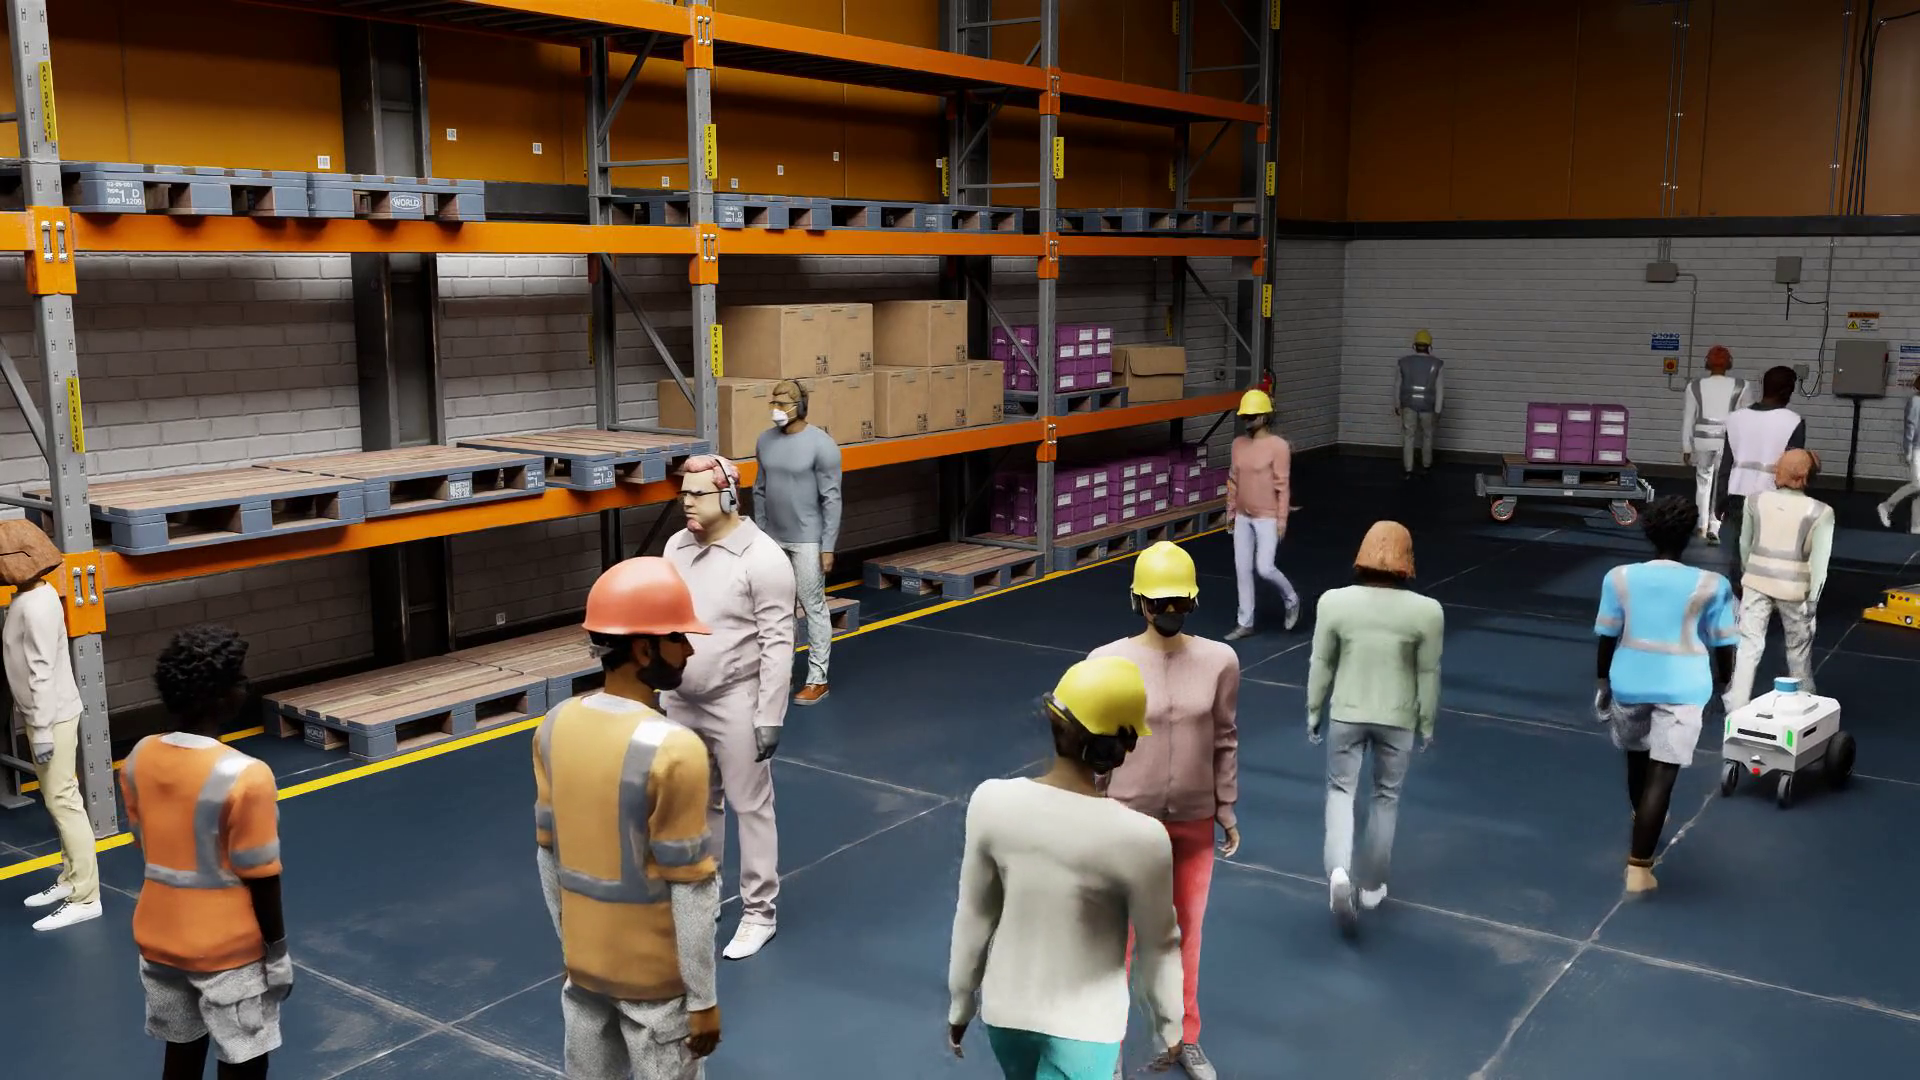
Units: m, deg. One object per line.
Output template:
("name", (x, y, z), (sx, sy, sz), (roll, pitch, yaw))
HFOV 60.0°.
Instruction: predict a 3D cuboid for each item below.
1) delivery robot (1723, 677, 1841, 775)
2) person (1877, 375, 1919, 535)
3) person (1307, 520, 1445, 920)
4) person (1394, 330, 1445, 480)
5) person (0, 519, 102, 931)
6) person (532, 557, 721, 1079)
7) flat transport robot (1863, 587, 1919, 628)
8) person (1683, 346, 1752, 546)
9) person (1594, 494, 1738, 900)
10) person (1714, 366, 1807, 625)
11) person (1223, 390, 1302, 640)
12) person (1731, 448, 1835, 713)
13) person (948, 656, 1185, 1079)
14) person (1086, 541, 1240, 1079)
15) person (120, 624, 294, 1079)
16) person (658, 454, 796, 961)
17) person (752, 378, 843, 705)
("delivery robot", (4.088, 0.926, 8.264), (0.707, 0.478, 0.477), (-9, 13, -44))
("person", (9.169, -0.853, 15.942), (0.520, 1.619, 0.458), (-5, 11, -29))
("person", (1.626, 0.732, 6.564), (0.525, 1.611, 0.616), (3, 10, 18))
("person", (5.578, -1.649, 20.220), (0.590, 1.781, 0.930), (3, 10, 18))
("person", (-3.642, 0.719, 6.602), (0.285, 1.626, 0.496), (-6, 11, -33))
("person", (-0.768, 0.999, 4.008), (0.547, 1.934, 0.376), (7, 12, 37))
("flat transport robot", (7.323, 0.464, 12.136), (1.431, 0.197, 0.652), (-6, 11, -31))
("person", (7.027, -0.879, 15.483), (0.583, 1.849, 0.944), (6, 11, 32))
("person", (2.989, 0.630, 7.035), (0.540, 1.650, 0.878), (8, 13, 41))
("person", (5.591, -0.279, 11.732), (0.545, 1.899, 0.663), (-7, 12, -34))
("person", (2.094, -0.168, 11.510), (0.502, 1.758, 0.535), (-7, 12, -37))
("person", (4.592, 0.282, 9.300), (0.514, 1.589, 0.882), (9, 13, 43))
("person", (0.284, 1.107, 3.981), (0.542, 1.713, 0.868), (6, 11, 31))
("person", (0.634, 0.875, 5.247), (0.533, 1.767, 0.312), (-2, 10, -12))
("person", (-1.961, 1.059, 4.380), (0.530, 1.689, 0.322), (5, 11, 28))
("person", (-0.929, 0.624, 6.324), (0.644, 1.908, 0.408), (7, 12, 35))
("person", (-0.980, 0.009, 9.886), (0.627, 1.941, 0.374), (7, 12, 35))
